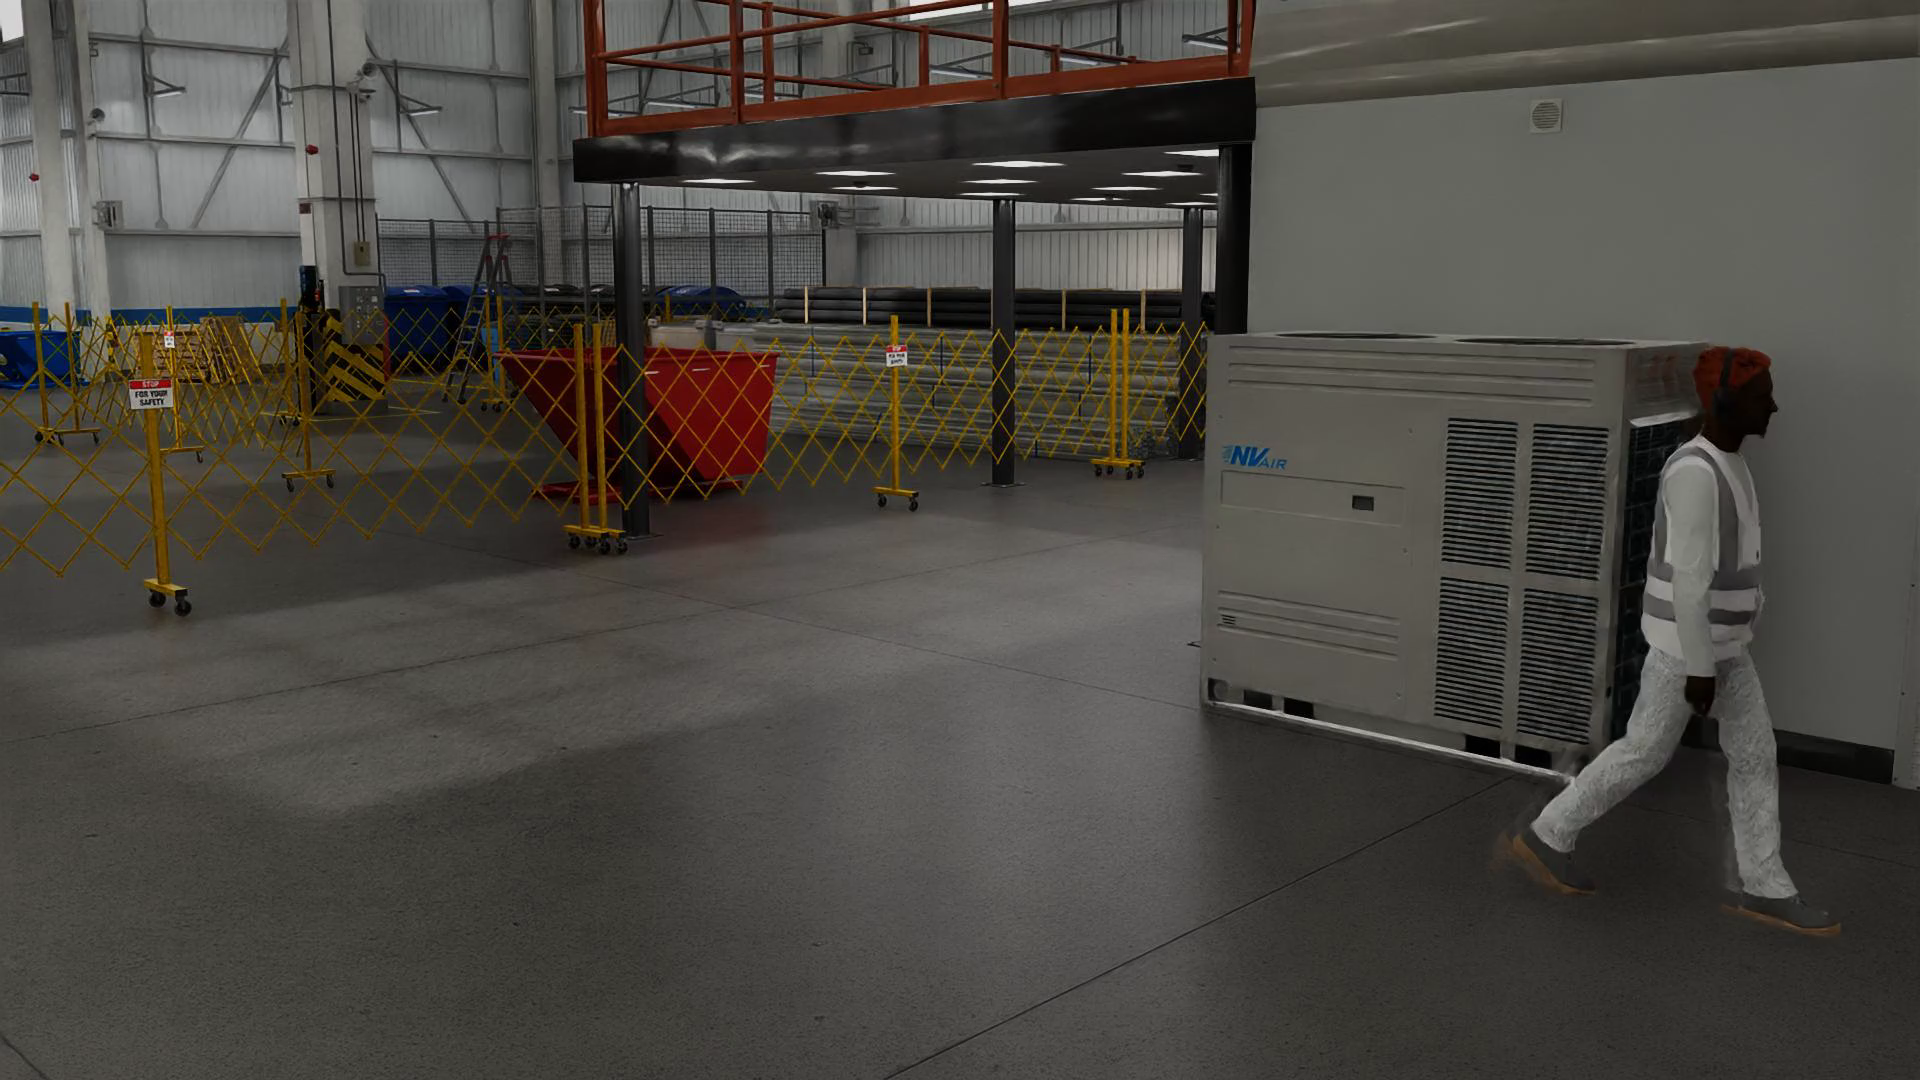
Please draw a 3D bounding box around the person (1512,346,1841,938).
[{"bbox_3d":[2.285,0.304,5.295,0.962,1.844,0.594,7,12,37],"label":"person"}]
